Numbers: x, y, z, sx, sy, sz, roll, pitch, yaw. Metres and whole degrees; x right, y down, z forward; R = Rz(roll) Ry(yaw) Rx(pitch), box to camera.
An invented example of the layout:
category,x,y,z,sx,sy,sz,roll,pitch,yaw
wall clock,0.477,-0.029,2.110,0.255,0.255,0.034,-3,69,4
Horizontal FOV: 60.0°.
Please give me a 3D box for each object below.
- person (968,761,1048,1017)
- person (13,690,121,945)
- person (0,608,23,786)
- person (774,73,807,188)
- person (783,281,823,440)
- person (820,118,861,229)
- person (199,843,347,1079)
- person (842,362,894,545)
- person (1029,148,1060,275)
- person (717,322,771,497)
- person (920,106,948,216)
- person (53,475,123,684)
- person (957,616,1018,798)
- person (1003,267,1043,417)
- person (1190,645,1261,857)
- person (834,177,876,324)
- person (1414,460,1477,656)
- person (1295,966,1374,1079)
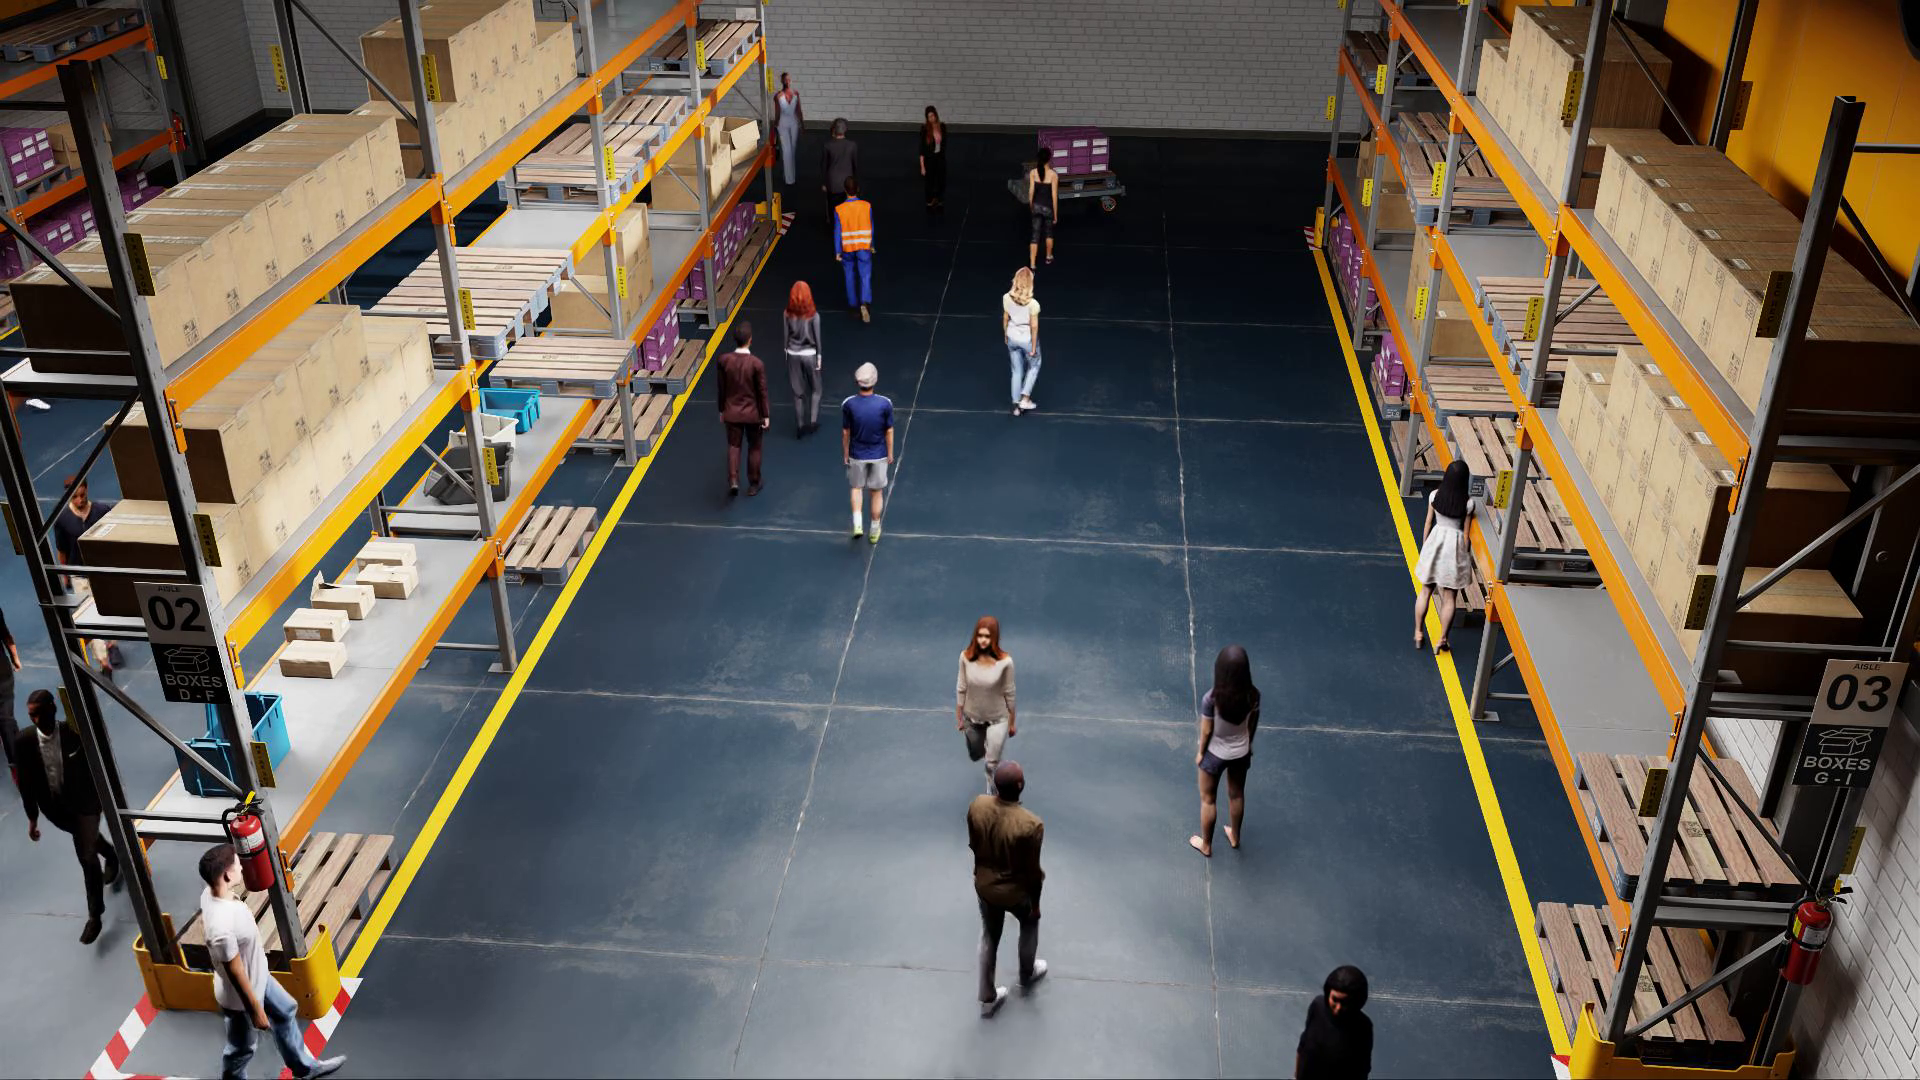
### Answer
category,x,y,z,sx,sy,sz,roll,pitch,yaw
person,0.240,2.203,10.302,0.946,1.809,1.017,16,33,27
person,-5.962,1.741,11.207,0.846,1.752,1.255,-4,29,-8
person,-7.323,1.064,12.490,1.037,1.713,1.213,-15,32,-25
person,-2.746,-6.511,26.319,0.779,1.769,0.853,-17,33,-28
person,-1.709,-1.900,17.867,0.592,1.766,0.572,3,29,5
person,-1.687,-5.029,23.545,0.885,1.824,1.016,-5,29,-9
person,-4.227,2.579,9.592,0.983,1.827,0.993,-8,30,-14
person,-0.869,-0.769,15.728,0.659,1.829,0.742,0,29,0
person,1.087,-4.412,22.564,0.787,1.679,1.201,9,30,16
person,-2.179,-1.240,16.571,0.709,1.849,0.874,4,29,8
person,-0.402,-5.686,24.902,0.763,1.676,0.829,-16,32,-27
person,-7.228,0.244,13.878,0.953,1.822,1.045,-15,32,-26
person,0.213,1.252,12.173,0.710,1.685,1.012,7,29,13
person,0.644,-2.163,18.404,0.721,1.714,0.741,13,31,23
person,1.870,1.479,11.736,0.672,1.706,0.664,-10,30,-17
person,-1.292,-3.620,20.942,0.838,1.843,1.119,-4,29,-8
person,4.121,0.143,14.120,0.775,1.769,0.797,18,33,30
person,1.995,2.965,9.023,0.646,1.695,0.672,17,33,29
